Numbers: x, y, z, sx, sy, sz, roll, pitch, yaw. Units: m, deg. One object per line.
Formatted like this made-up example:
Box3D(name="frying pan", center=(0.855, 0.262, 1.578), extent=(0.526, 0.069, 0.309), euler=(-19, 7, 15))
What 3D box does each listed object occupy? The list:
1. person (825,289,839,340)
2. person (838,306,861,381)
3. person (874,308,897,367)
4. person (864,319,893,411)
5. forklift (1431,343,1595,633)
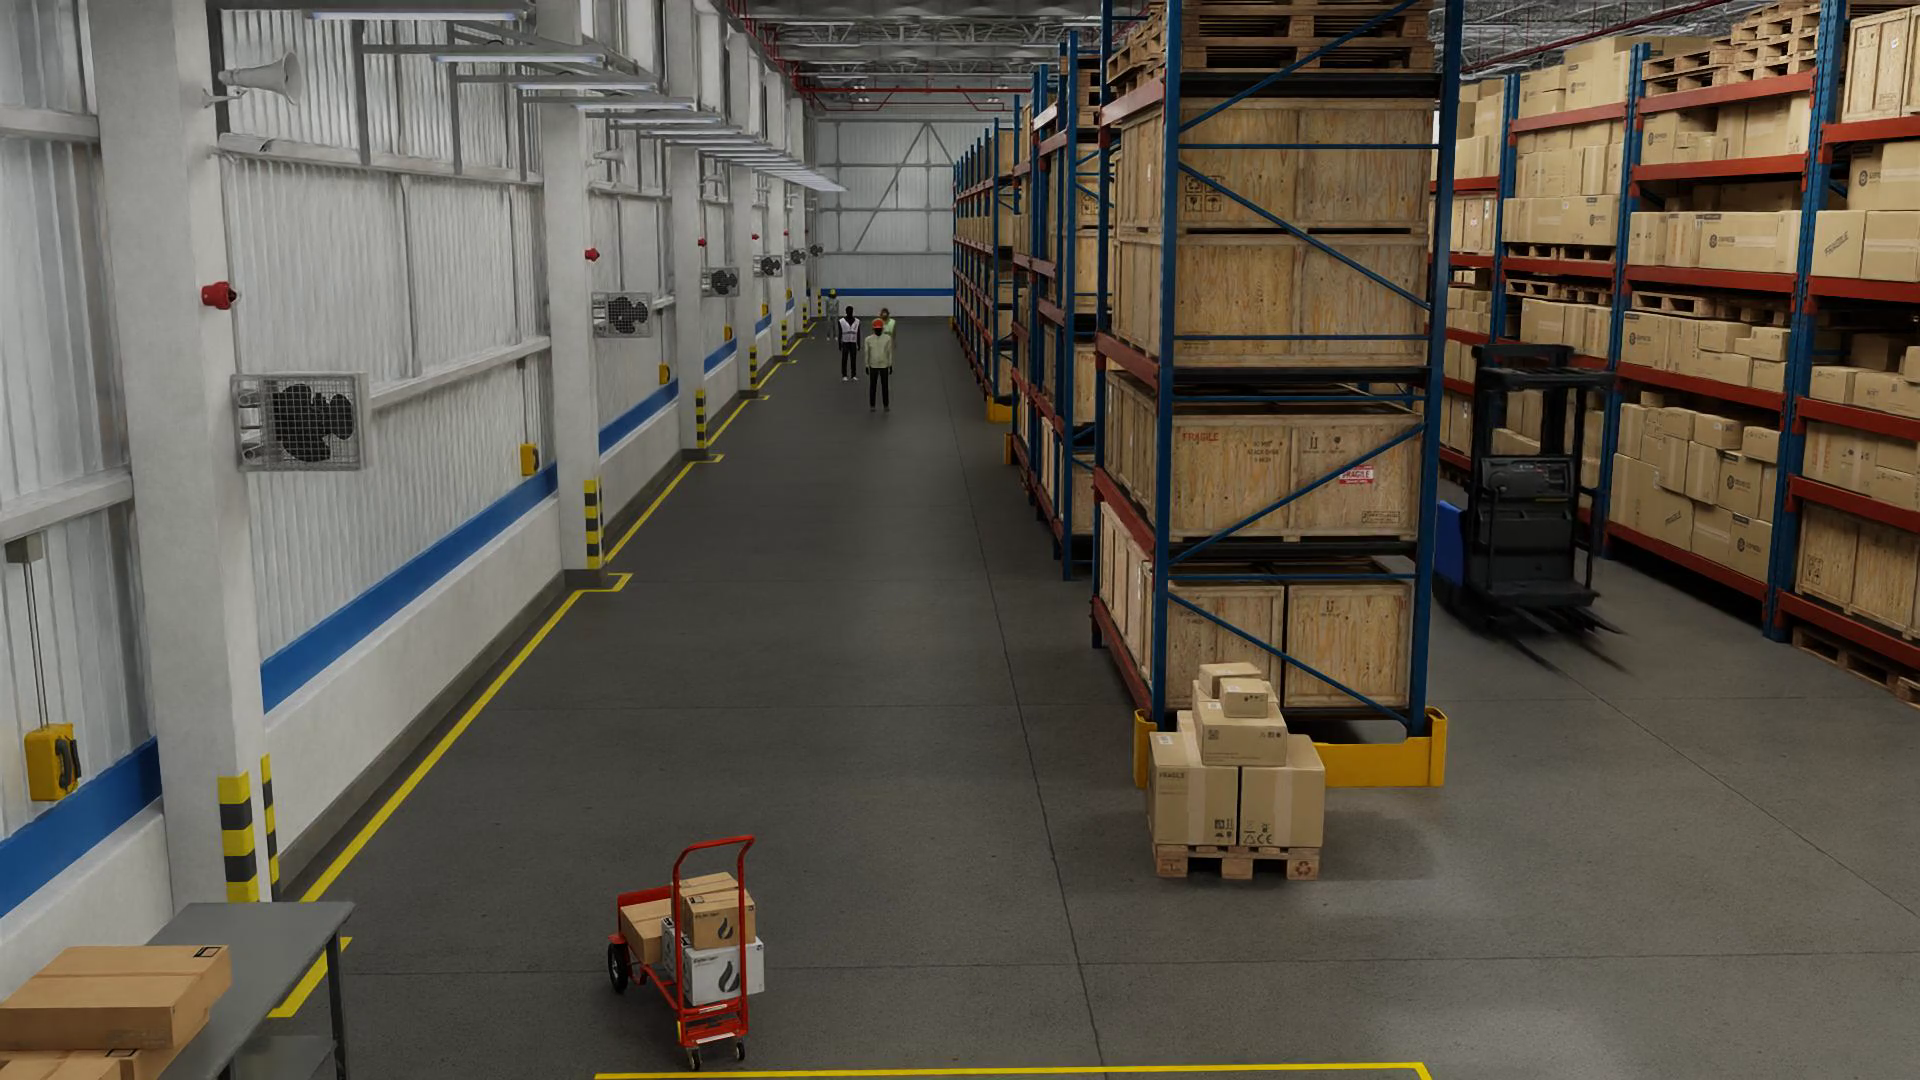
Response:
Box3D(name="person", center=(-4.360, -7.703, 56.909), extent=(0.483, 1.736, 0.311), euler=(-4, 12, -19))
Box3D(name="person", center=(-2.828, -5.019, 42.492), extent=(0.589, 1.913, 0.398), euler=(-4, 12, -21))
Box3D(name="person", center=(-1.922, -5.084, 43.084), extent=(0.597, 1.803, 0.908), euler=(-2, 11, -9))
Box3D(name="person", center=(-1.739, -3.742, 35.659), extent=(0.621, 1.985, 0.409), euler=(-2, 11, -8))
Box3D(name="forklift", center=(5.668, -0.612, 17.031), extent=(1.129, 2.768, 1.873), euler=(0, 11, -2))
